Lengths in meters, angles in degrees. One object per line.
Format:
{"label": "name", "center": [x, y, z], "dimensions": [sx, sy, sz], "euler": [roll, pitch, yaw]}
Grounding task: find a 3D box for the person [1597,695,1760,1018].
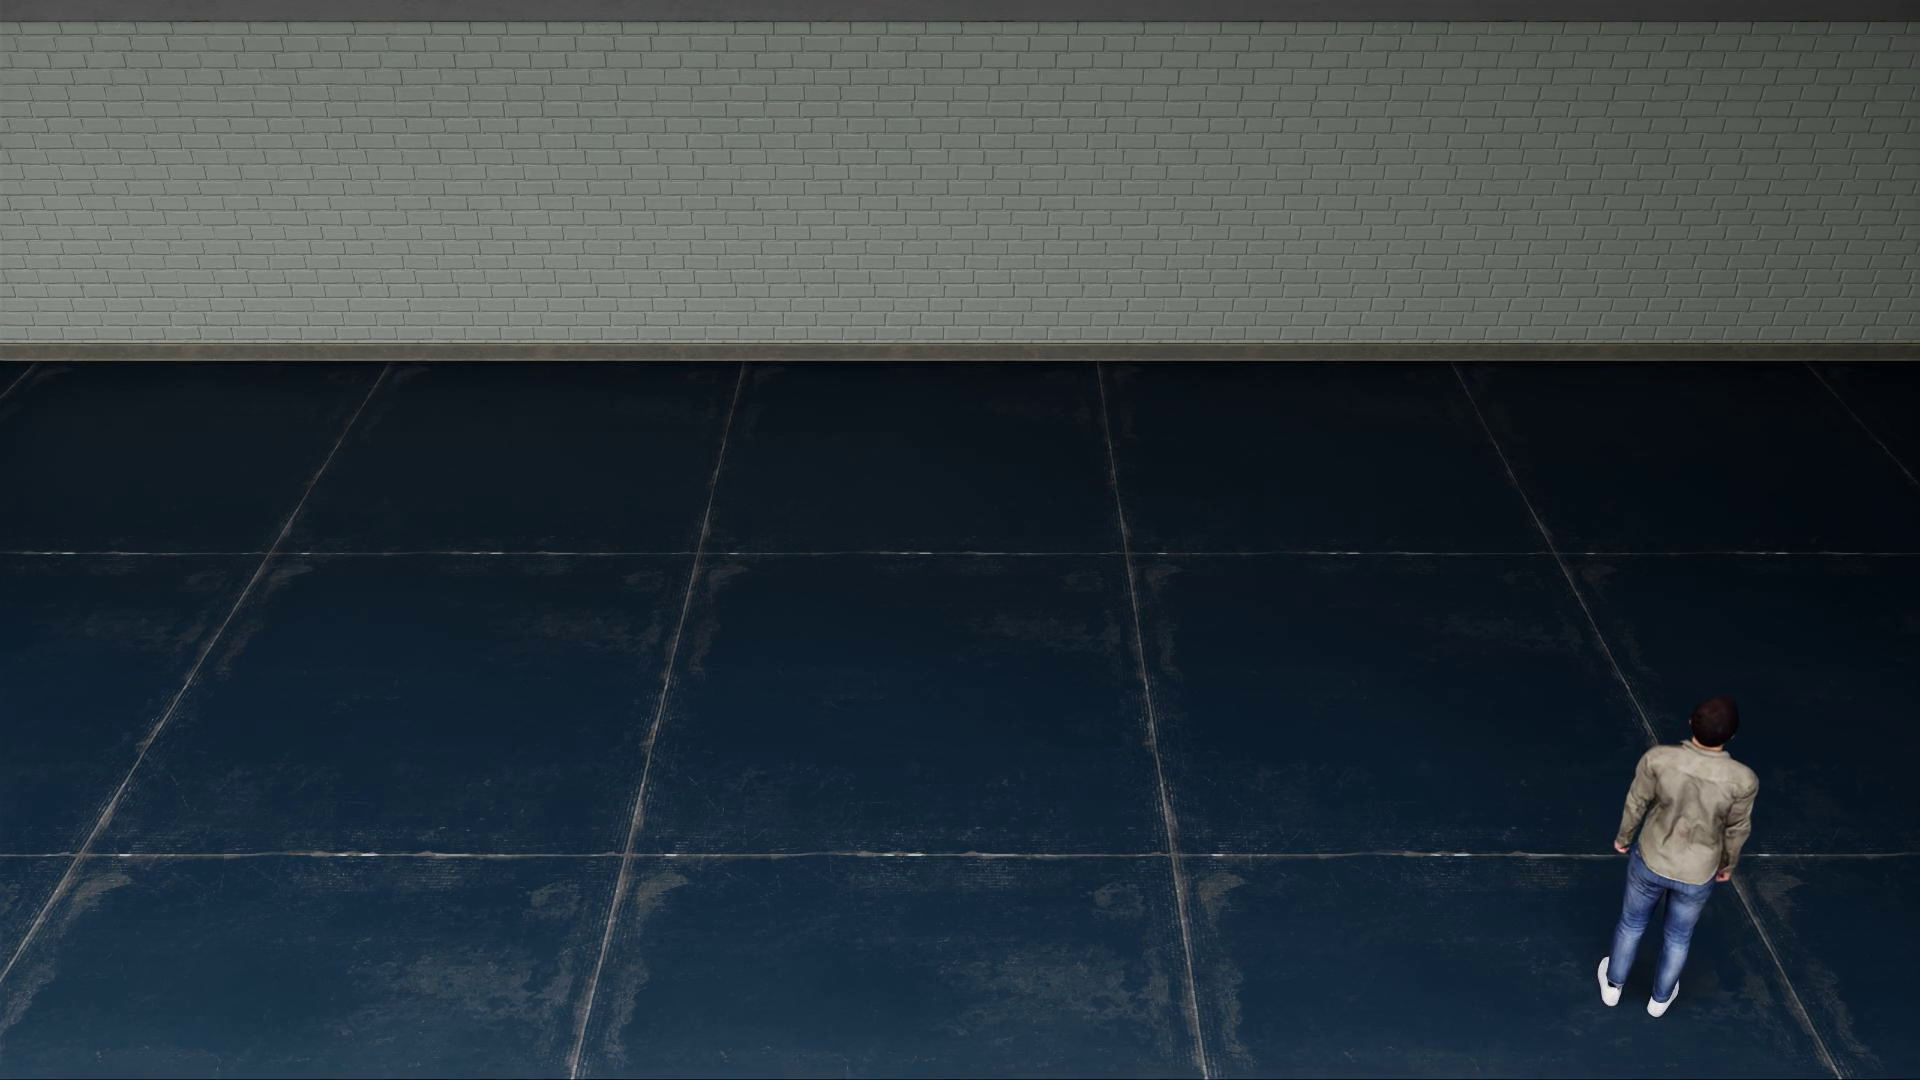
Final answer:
{"label": "person", "center": [3.334, 1.497, 7.765], "dimensions": [0.785, 1.864, 0.750], "euler": [14, 36, 20]}
